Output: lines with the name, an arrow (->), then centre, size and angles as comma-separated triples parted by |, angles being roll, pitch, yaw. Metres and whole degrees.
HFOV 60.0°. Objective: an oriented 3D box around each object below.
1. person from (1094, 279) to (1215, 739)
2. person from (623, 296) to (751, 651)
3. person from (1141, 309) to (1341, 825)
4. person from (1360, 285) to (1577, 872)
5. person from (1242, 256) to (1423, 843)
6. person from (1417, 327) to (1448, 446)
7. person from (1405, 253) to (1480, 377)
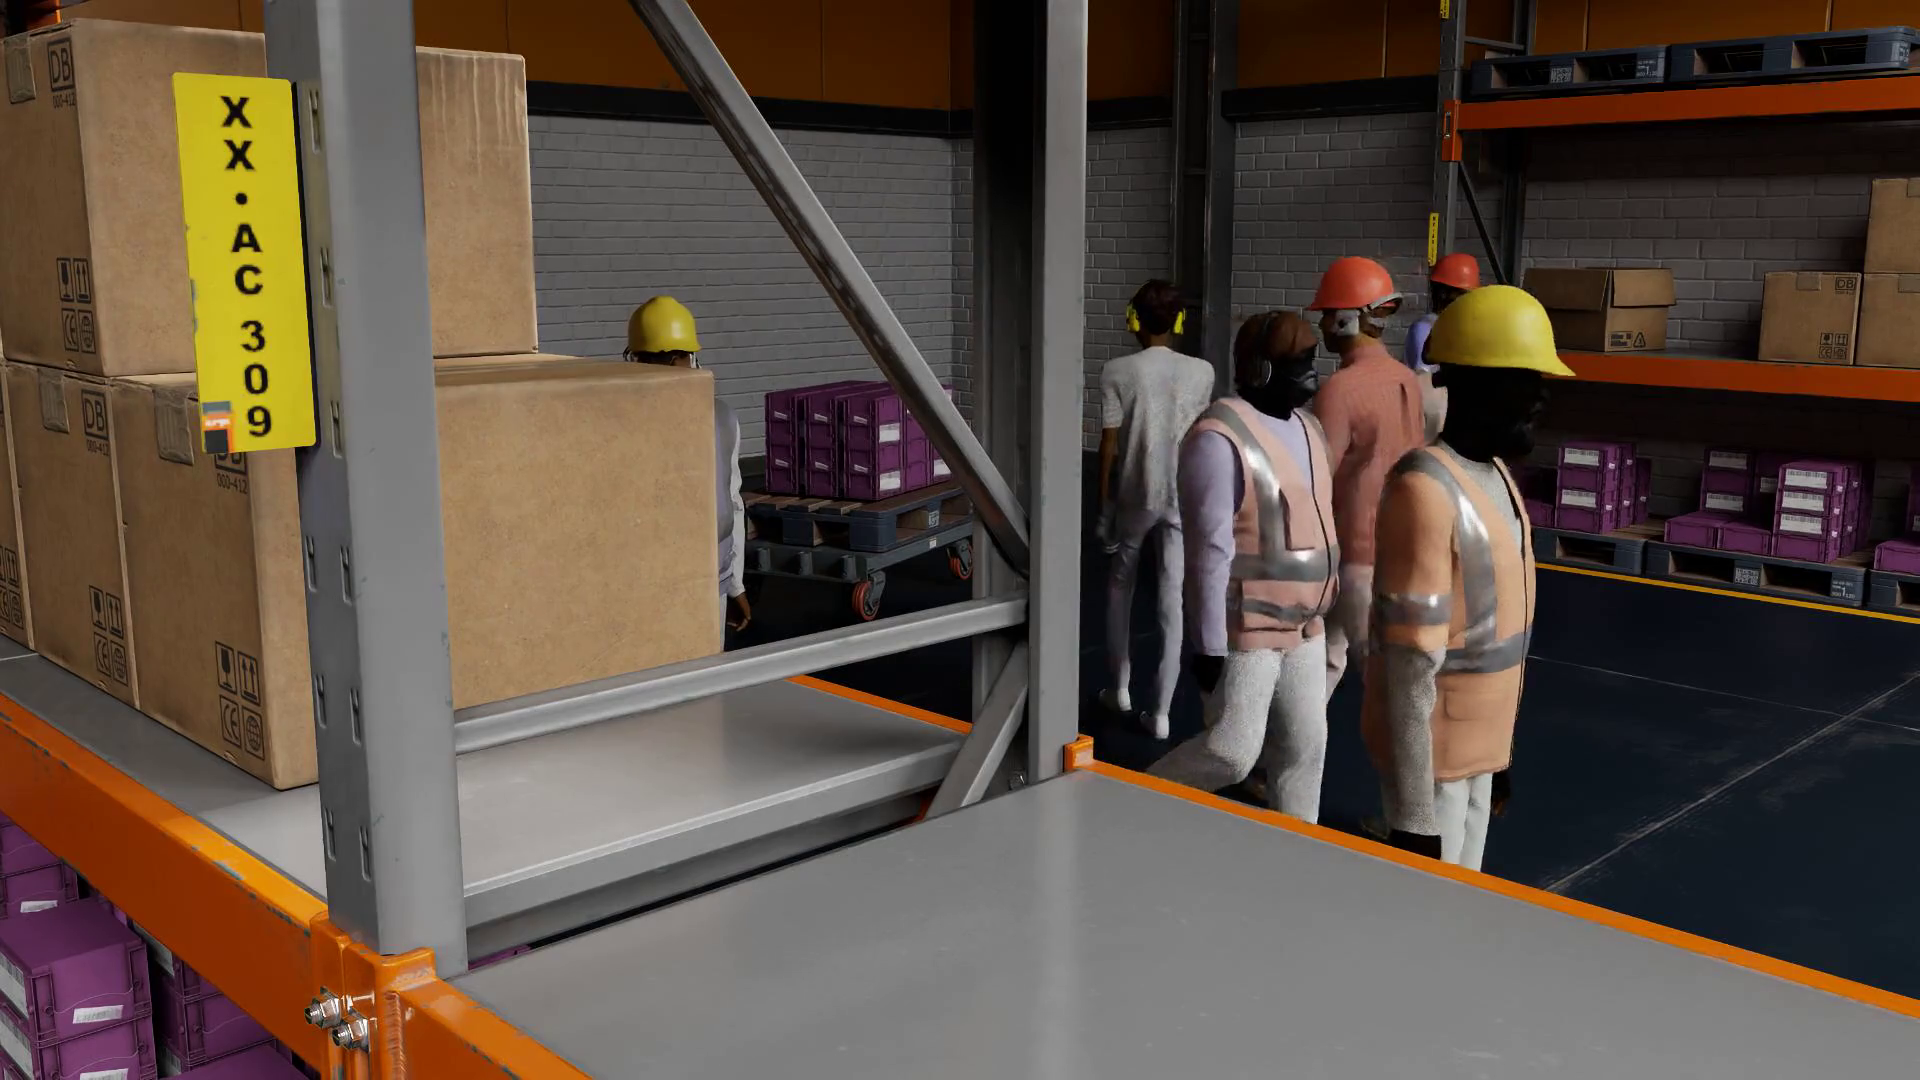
person -> 0.778, -0.144, 6.872 | 0.499, 1.837, 0.739 | 0, 10, -3
person -> -0.931, 0.141, 5.342 | 0.590, 1.833, 0.404 | -8, 13, -38
person -> 0.813, 0.229, 4.928 | 0.737, 1.823, 0.633 | 9, 14, 40
person -> 1.046, 0.435, 3.534 | 0.374, 1.920, 0.659 | 6, 12, 31
person -> 1.261, 0.031, 5.620 | 1.003, 1.938, 0.632 | 7, 13, 34
person -> 2.372, -0.276, 8.156 | 0.499, 1.634, 0.279 | -2, 11, -10
person -> 2.573, -0.560, 8.903 | 0.374, 1.928, 0.543 | 7, 12, 32
